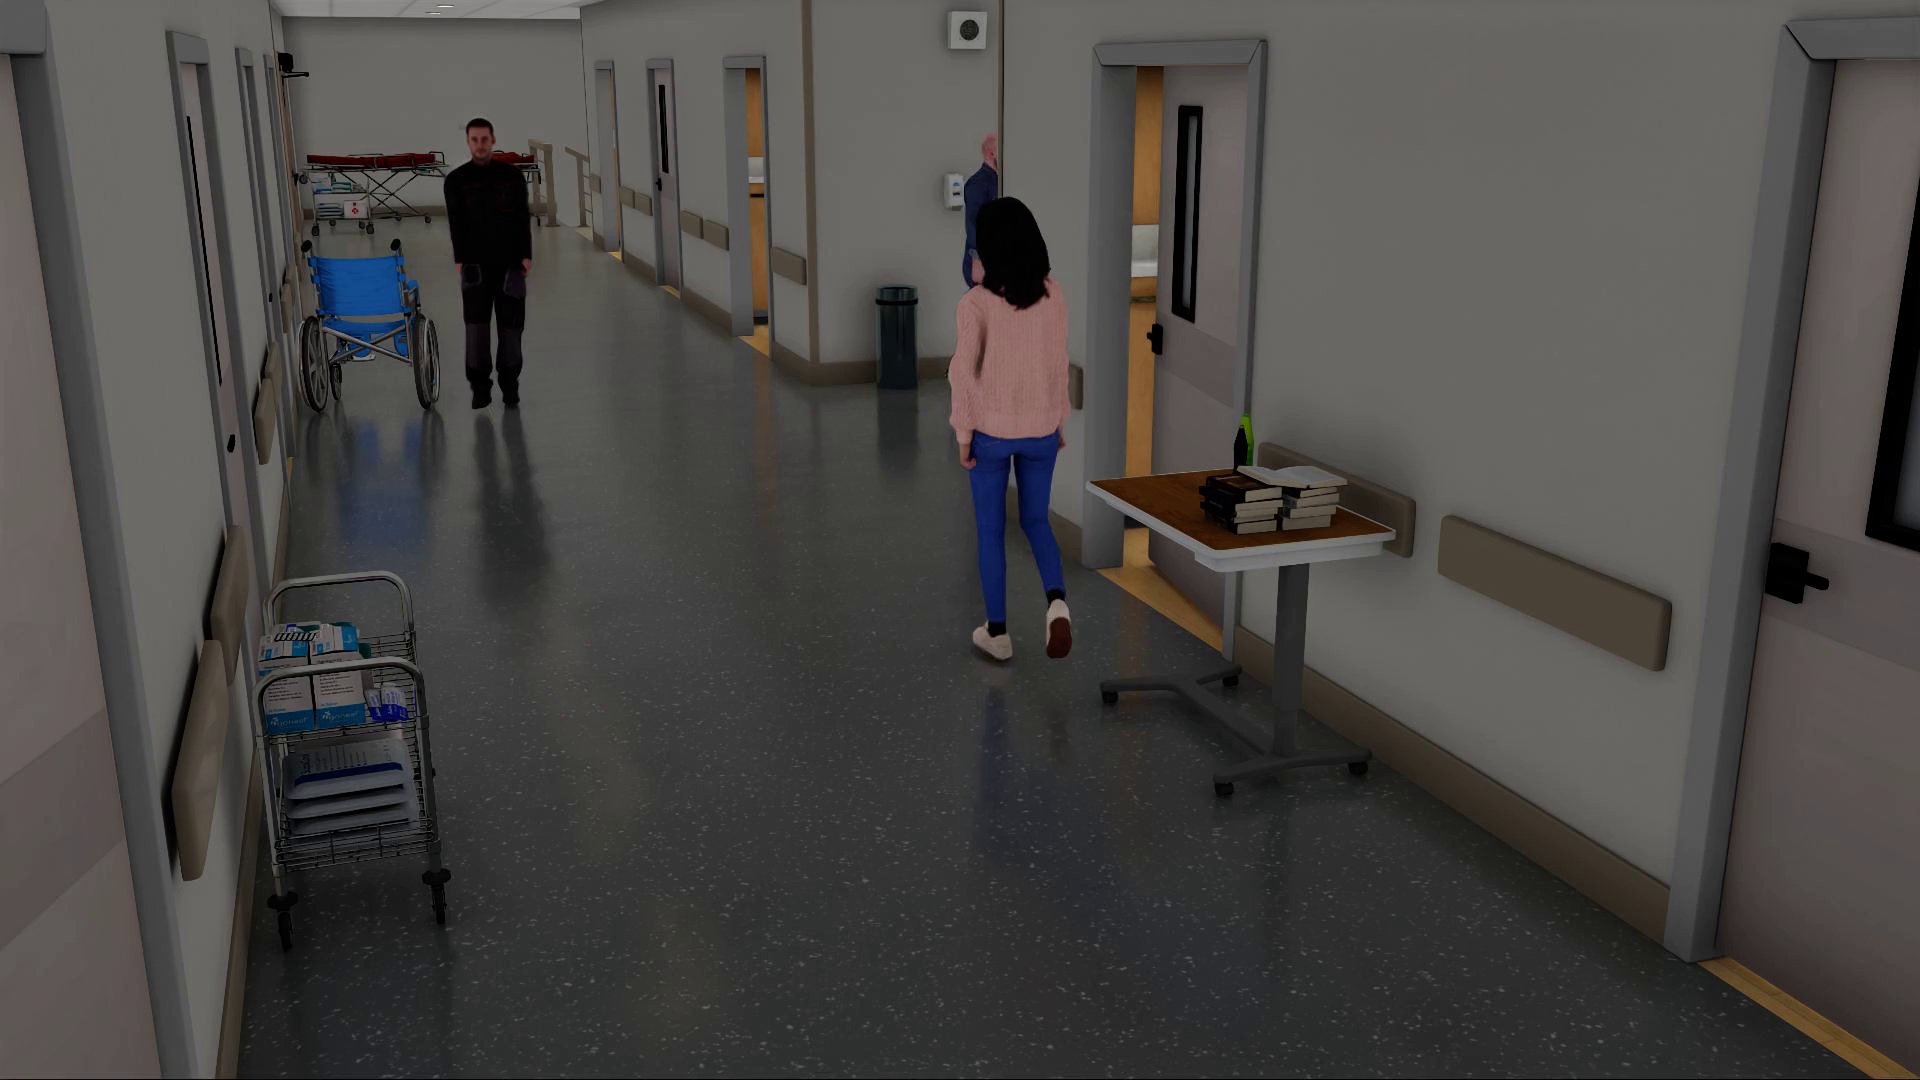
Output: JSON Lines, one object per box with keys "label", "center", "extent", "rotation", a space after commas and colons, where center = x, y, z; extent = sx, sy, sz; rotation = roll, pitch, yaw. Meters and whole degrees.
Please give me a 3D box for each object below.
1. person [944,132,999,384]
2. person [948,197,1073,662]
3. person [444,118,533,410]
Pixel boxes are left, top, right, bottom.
{"label": "person", "center": [0.140, -1.744, 10.930], "extent": [0.973, 1.815, 0.907], "rotation": [6, 17, 20]}
{"label": "person", "center": [0.231, -0.353, 6.109], "extent": [0.662, 1.754, 0.891], "rotation": [-5, 17, -18]}
{"label": "person", "center": [-3.126, -1.842, 11.129], "extent": [0.671, 1.895, 0.790], "rotation": [-6, 17, -20]}
